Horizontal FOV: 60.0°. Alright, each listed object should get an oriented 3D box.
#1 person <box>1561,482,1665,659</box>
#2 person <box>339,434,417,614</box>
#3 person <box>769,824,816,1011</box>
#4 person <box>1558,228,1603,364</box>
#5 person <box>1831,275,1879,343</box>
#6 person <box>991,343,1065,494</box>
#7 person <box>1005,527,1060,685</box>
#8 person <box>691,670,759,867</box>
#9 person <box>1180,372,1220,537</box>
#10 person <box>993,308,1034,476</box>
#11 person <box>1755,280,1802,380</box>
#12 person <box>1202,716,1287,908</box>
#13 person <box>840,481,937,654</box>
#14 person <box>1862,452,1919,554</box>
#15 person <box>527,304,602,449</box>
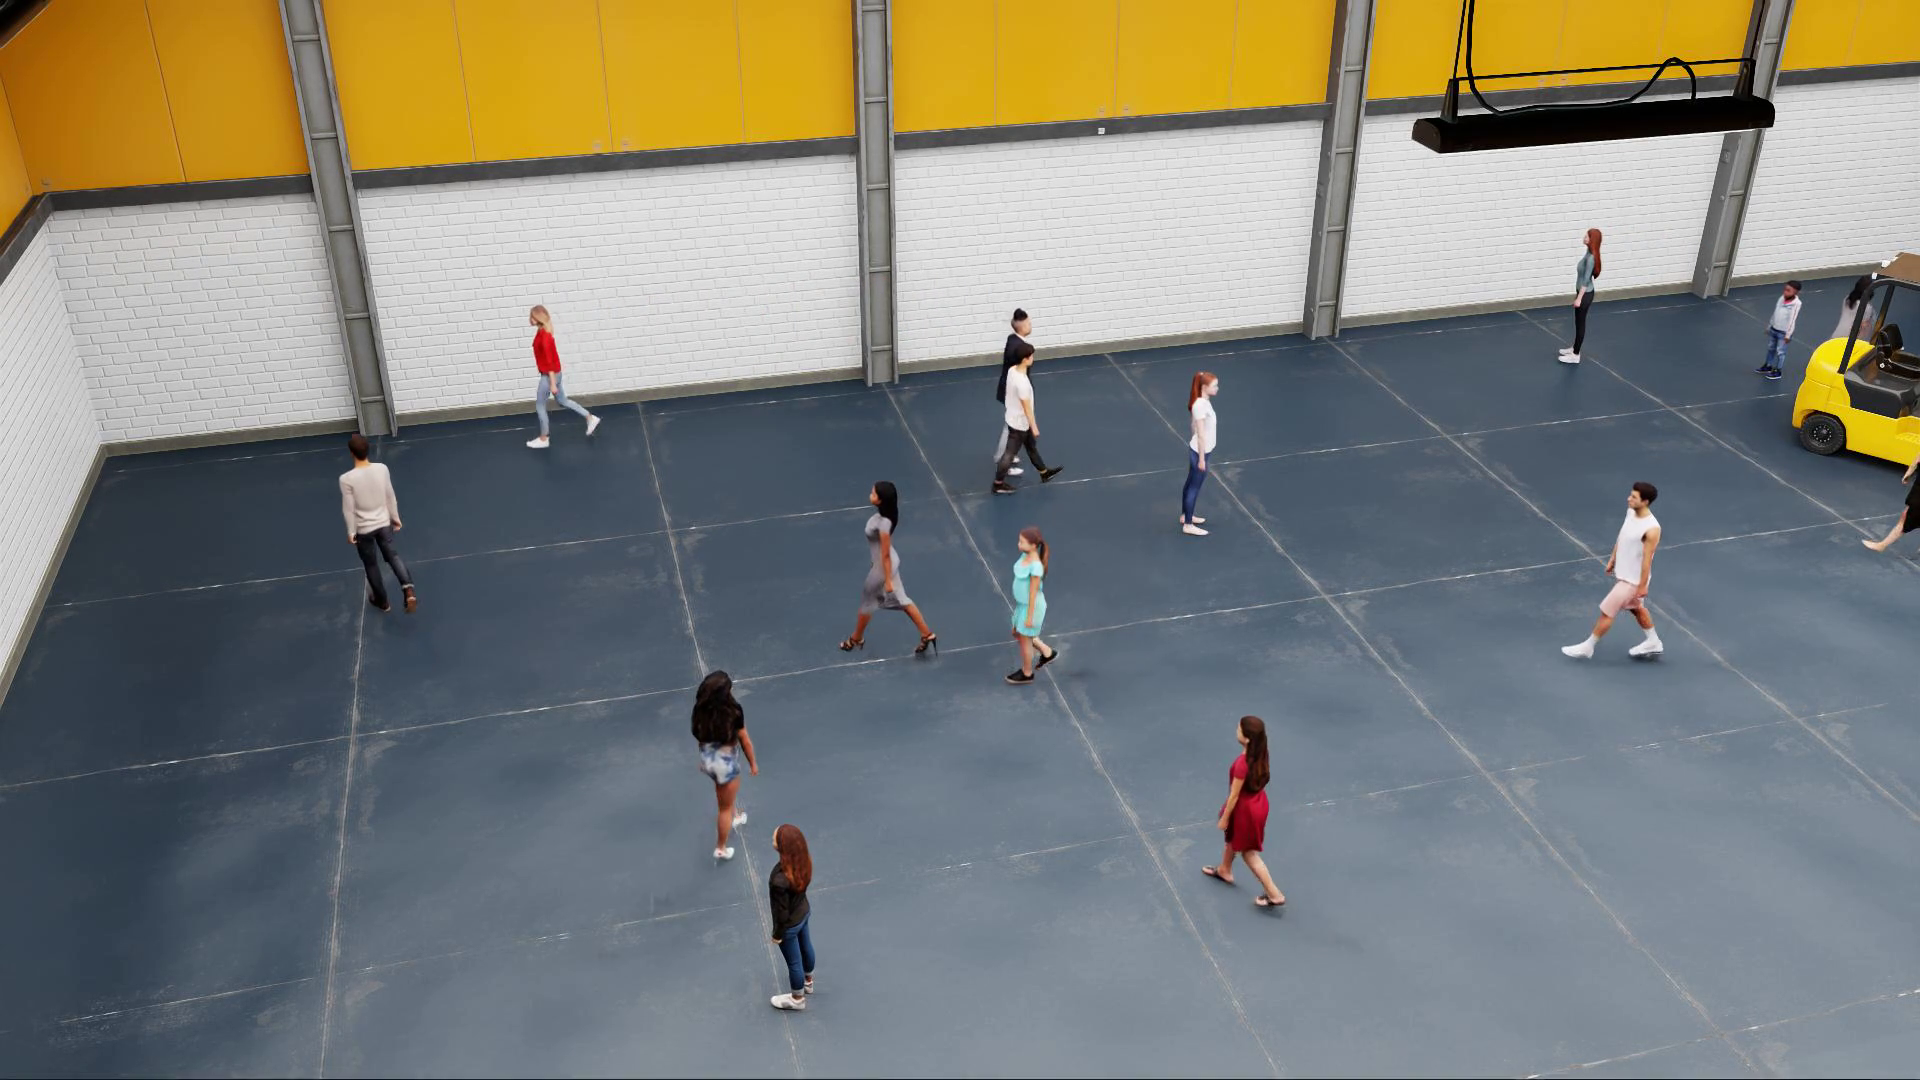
[{"bbox_3d":[6.040,0.316,14.741,1.223,1.741,0.891,1,29,3],"label":"person"},{"bbox_3d":[-5.387,-0.097,15.380,1.017,1.854,1.051,25,37,38],"label":"person"},{"bbox_3d":[-1.110,2.483,11.038,0.673,1.483,0.641,10,30,18],"label":"person"},{"bbox_3d":[7.864,-3.085,20.973,0.717,1.743,0.672,12,31,21],"label":"person"},{"bbox_3d":[10.561,-2.376,19.836,0.933,1.588,0.639,-7,29,-13],"label":"person"},{"bbox_3d":[0.546,-1.275,17.713,1.090,1.688,0.759,-4,29,-7],"label":"person"},{"bbox_3d":[0.678,0.574,14.467,0.729,1.550,0.571,-5,29,-8],"label":"person"},{"bbox_3d":[-1.803,1.725,12.300,0.844,1.605,0.901,15,32,25],"label":"person"},{"bbox_3d":[2.427,-0.900,16.975,0.617,1.737,0.634,1,29,3],"label":"person"},{"bbox_3d":[0.554,-1.627,18.097,0.665,1.938,0.734,-4,29,-7],"label":"person"},{"bbox_3d":[10.222,-2.635,20.655,0.478,1.258,0.472,-7,29,-13],"label":"person"},{"bbox_3d":[2.116,1.970,11.923,0.956,1.537,0.951,20,34,32],"label":"person"},{"bbox_3d":[-0.566,0.299,14.778,1.191,1.736,0.904,4,29,7],"label":"person"},{"bbox_3d":[9.689,-0.529,16.459,1.161,1.579,0.839,2,29,3],"label":"person"},{"bbox_3d":[-4.530,-1.836,18.753,1.068,1.676,0.637,-6,29,-12],"label":"person"}]
